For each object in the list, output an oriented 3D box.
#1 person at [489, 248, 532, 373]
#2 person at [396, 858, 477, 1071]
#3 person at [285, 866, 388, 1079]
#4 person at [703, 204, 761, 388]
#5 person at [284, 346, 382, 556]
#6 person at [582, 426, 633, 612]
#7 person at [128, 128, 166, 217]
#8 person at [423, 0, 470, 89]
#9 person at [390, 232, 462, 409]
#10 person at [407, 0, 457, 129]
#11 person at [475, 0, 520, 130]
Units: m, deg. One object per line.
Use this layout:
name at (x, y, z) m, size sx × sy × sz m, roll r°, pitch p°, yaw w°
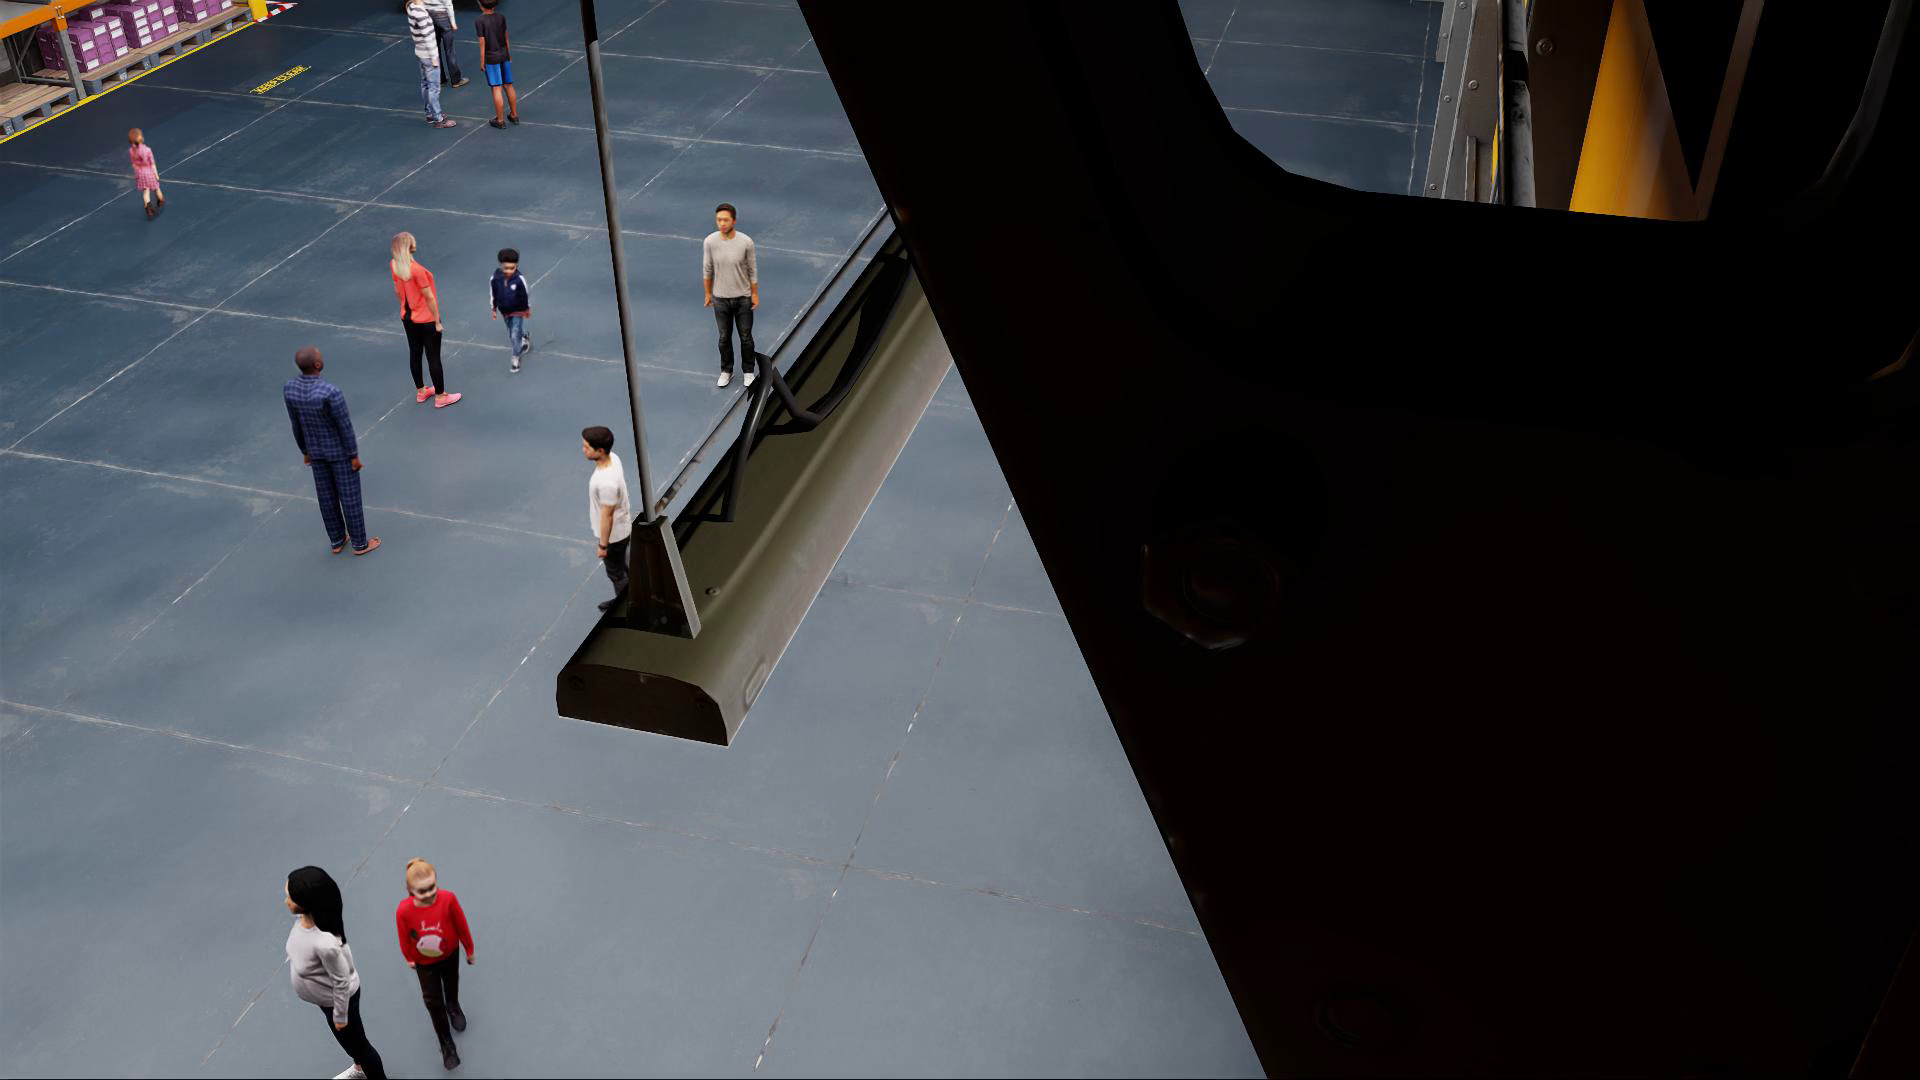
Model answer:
person at (-4.320, -2.266, 16.079) m, size 0.560 × 1.196 × 0.832 m, roll 6°, pitch 34°, yaw 8°
person at (-2.914, 2.250, 9.223) m, size 0.781 × 1.265 × 0.839 m, roll -17°, pitch 37°, yaw -24°
person at (-3.261, 2.345, 8.687) m, size 0.746 × 1.700 × 0.709 m, roll -23°, pitch 40°, yaw -31°
person at (-2.129, -2.301, 15.576) m, size 0.716 × 1.811 × 0.626 m, roll 0°, pitch 34°, yaw 1°
person at (-4.994, -0.710, 13.170) m, size 0.656 × 1.824 × 0.568 m, roll 8°, pitch 34°, yaw 11°
person at (-2.561, -0.113, 12.368) m, size 0.804 × 1.718 × 0.667 m, roll -5°, pitch 34°, yaw -8°
person at (-9.427, -4.233, 19.209) m, size 0.602 × 1.007 × 0.785 m, roll -4°, pitch 34°, yaw -6°
person at (-7.180, -7.169, 22.892) m, size 0.637 × 1.820 × 0.548 m, roll 9°, pitch 35°, yaw 13°
person at (-4.968, -2.032, 15.277) m, size 0.649 × 1.694 × 0.617 m, roll 19°, pitch 38°, yaw 26°
person at (-6.922, -6.303, 21.557) m, size 0.761 × 1.855 × 0.714 m, roll -20°, pitch 38°, yaw -27°
person at (-5.997, -6.242, 21.516) m, size 0.758 × 1.799 × 0.666 m, roll 28°, pitch 43°, yaw 35°
